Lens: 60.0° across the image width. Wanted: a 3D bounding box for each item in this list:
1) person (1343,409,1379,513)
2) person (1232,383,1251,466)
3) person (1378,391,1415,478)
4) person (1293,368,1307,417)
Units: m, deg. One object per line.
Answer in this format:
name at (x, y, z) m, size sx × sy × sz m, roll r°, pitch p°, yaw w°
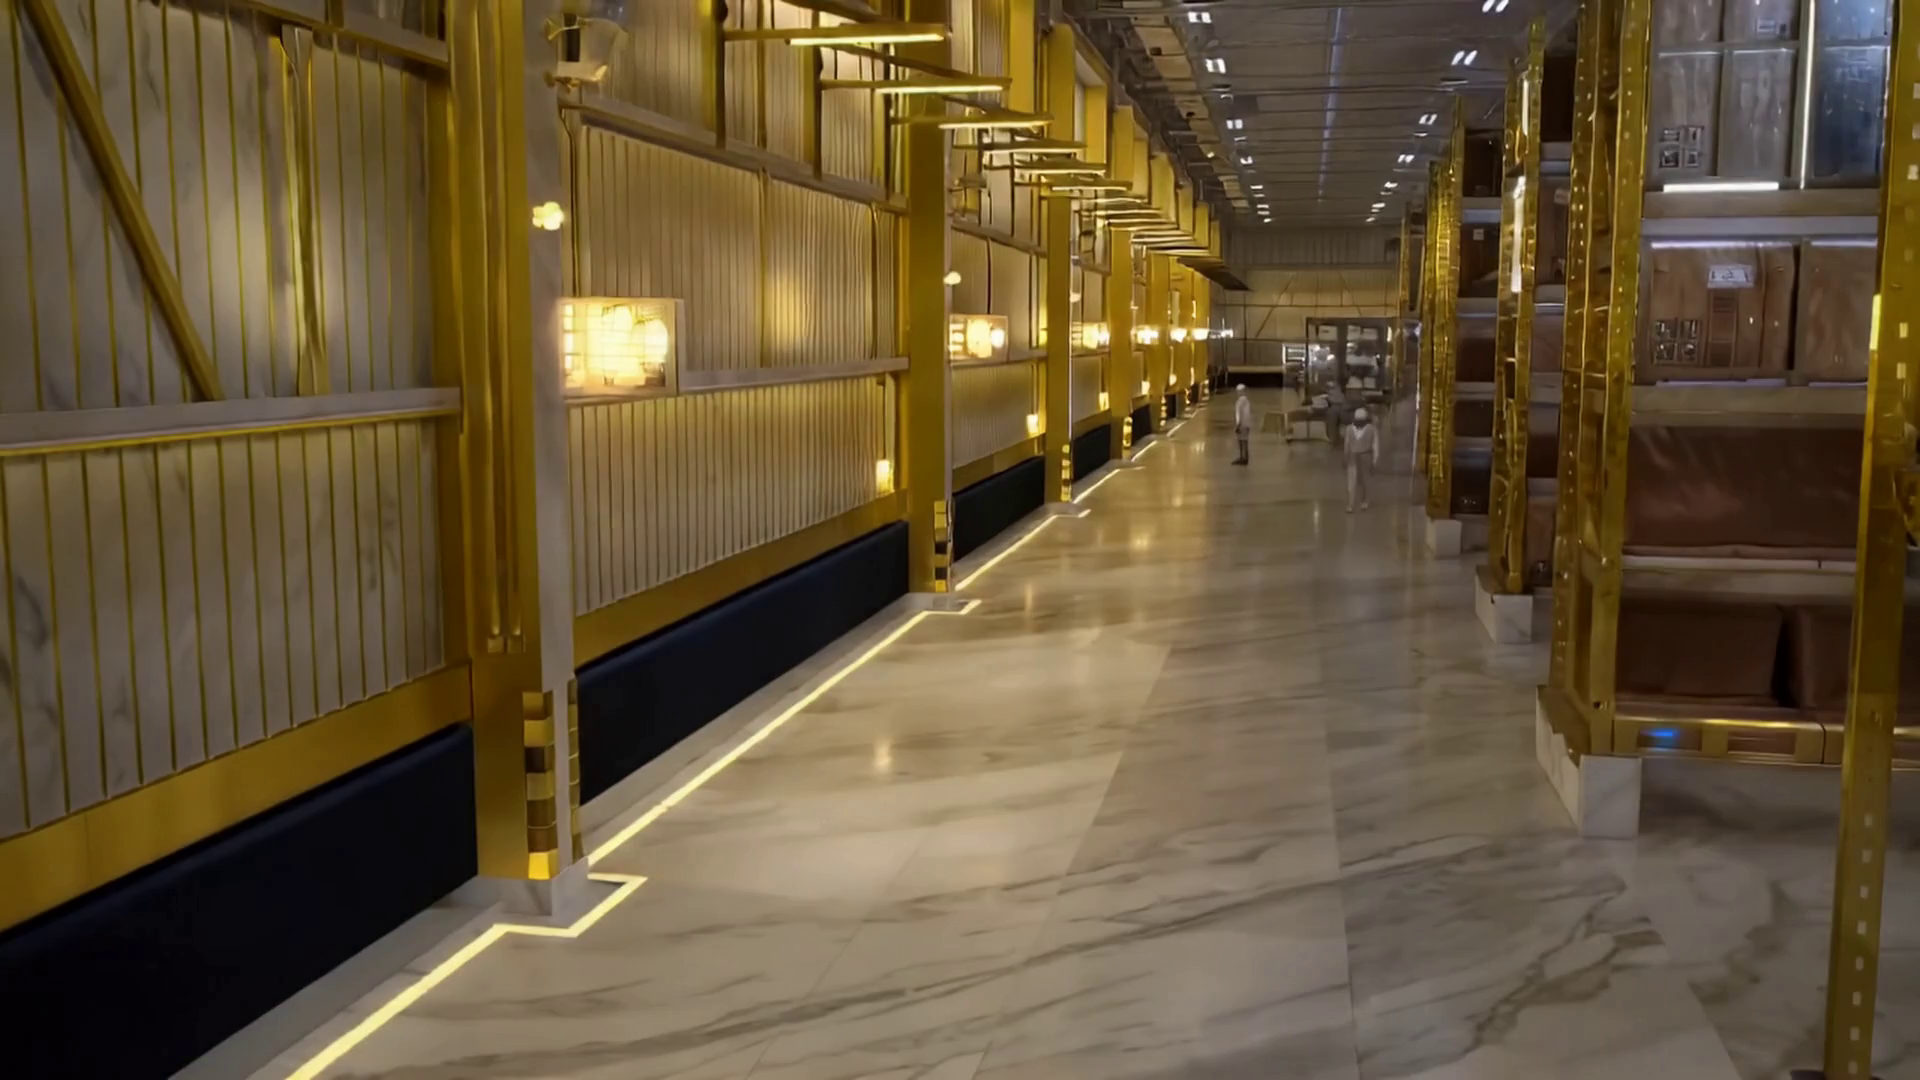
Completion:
person at (6.911, -1.364, 28.676) m, size 0.613 × 1.785 × 0.951 m, roll 3°, pitch 8°, yaw 22°
person at (6.516, -2.684, 38.623) m, size 0.376 × 1.936 × 0.549 m, roll 6°, pitch 9°, yaw 41°
person at (9.352, -2.238, 35.305) m, size 0.752 × 1.880 × 0.655 m, roll 2°, pitch 7°, yaw 16°
person at (12.447, -5.375, 60.756) m, size 0.632 × 1.786 × 0.412 m, roll -7°, pitch 10°, yaw -43°
